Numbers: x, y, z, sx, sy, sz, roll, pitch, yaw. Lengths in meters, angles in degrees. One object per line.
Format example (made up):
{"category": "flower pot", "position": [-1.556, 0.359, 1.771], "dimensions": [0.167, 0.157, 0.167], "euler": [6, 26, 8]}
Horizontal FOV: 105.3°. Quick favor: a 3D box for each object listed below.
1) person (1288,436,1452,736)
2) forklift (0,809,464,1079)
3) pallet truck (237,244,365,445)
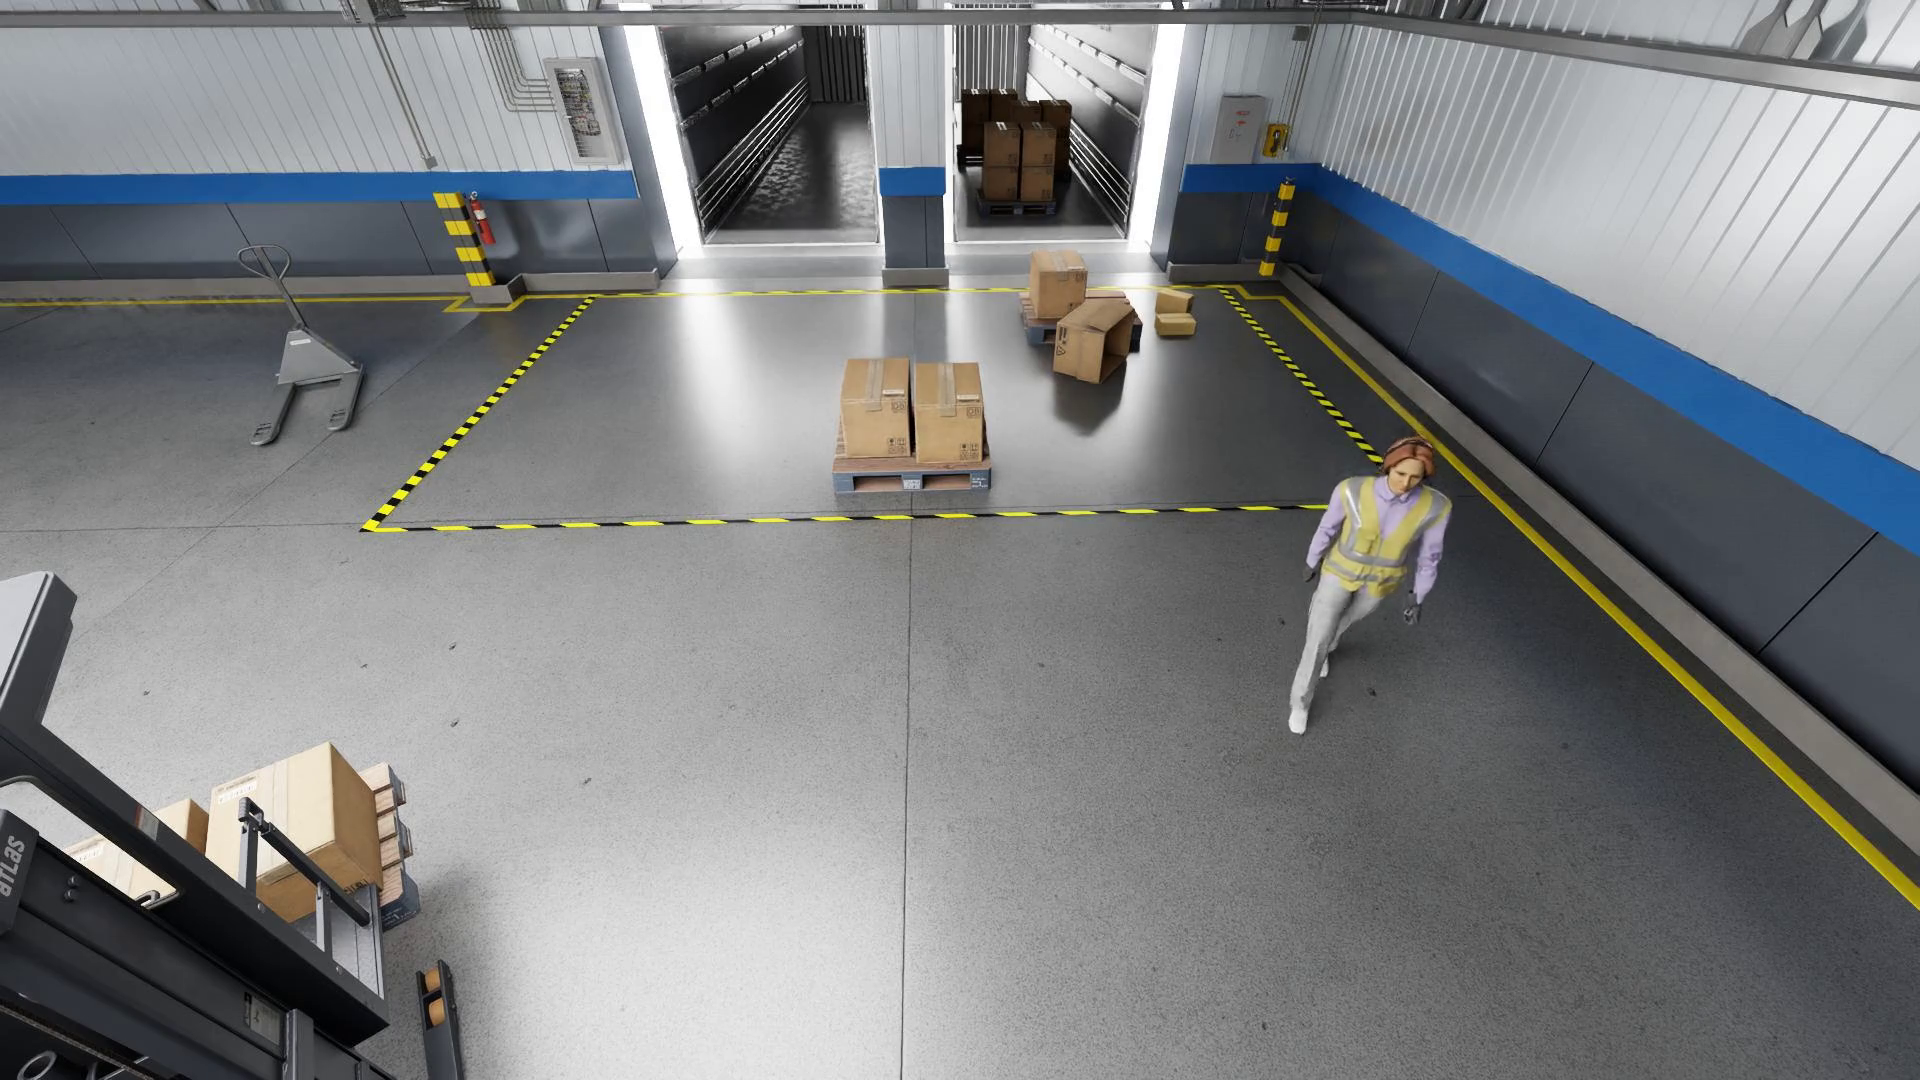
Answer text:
{"category": "person", "position": [1.959, 0.247, 3.568], "dimensions": [0.533, 1.602, 0.804], "euler": [12, 40, 15]}
{"category": "forklift", "position": [-1.870, 1.524, 1.616], "dimensions": [0.716, 2.013, 0.776], "euler": [-24, 44, -27]}
{"category": "pallet truck", "position": [-5.915, -1.733, 6.366], "dimensions": [0.680, 1.201, 1.601], "euler": [-18, 42, -21]}
